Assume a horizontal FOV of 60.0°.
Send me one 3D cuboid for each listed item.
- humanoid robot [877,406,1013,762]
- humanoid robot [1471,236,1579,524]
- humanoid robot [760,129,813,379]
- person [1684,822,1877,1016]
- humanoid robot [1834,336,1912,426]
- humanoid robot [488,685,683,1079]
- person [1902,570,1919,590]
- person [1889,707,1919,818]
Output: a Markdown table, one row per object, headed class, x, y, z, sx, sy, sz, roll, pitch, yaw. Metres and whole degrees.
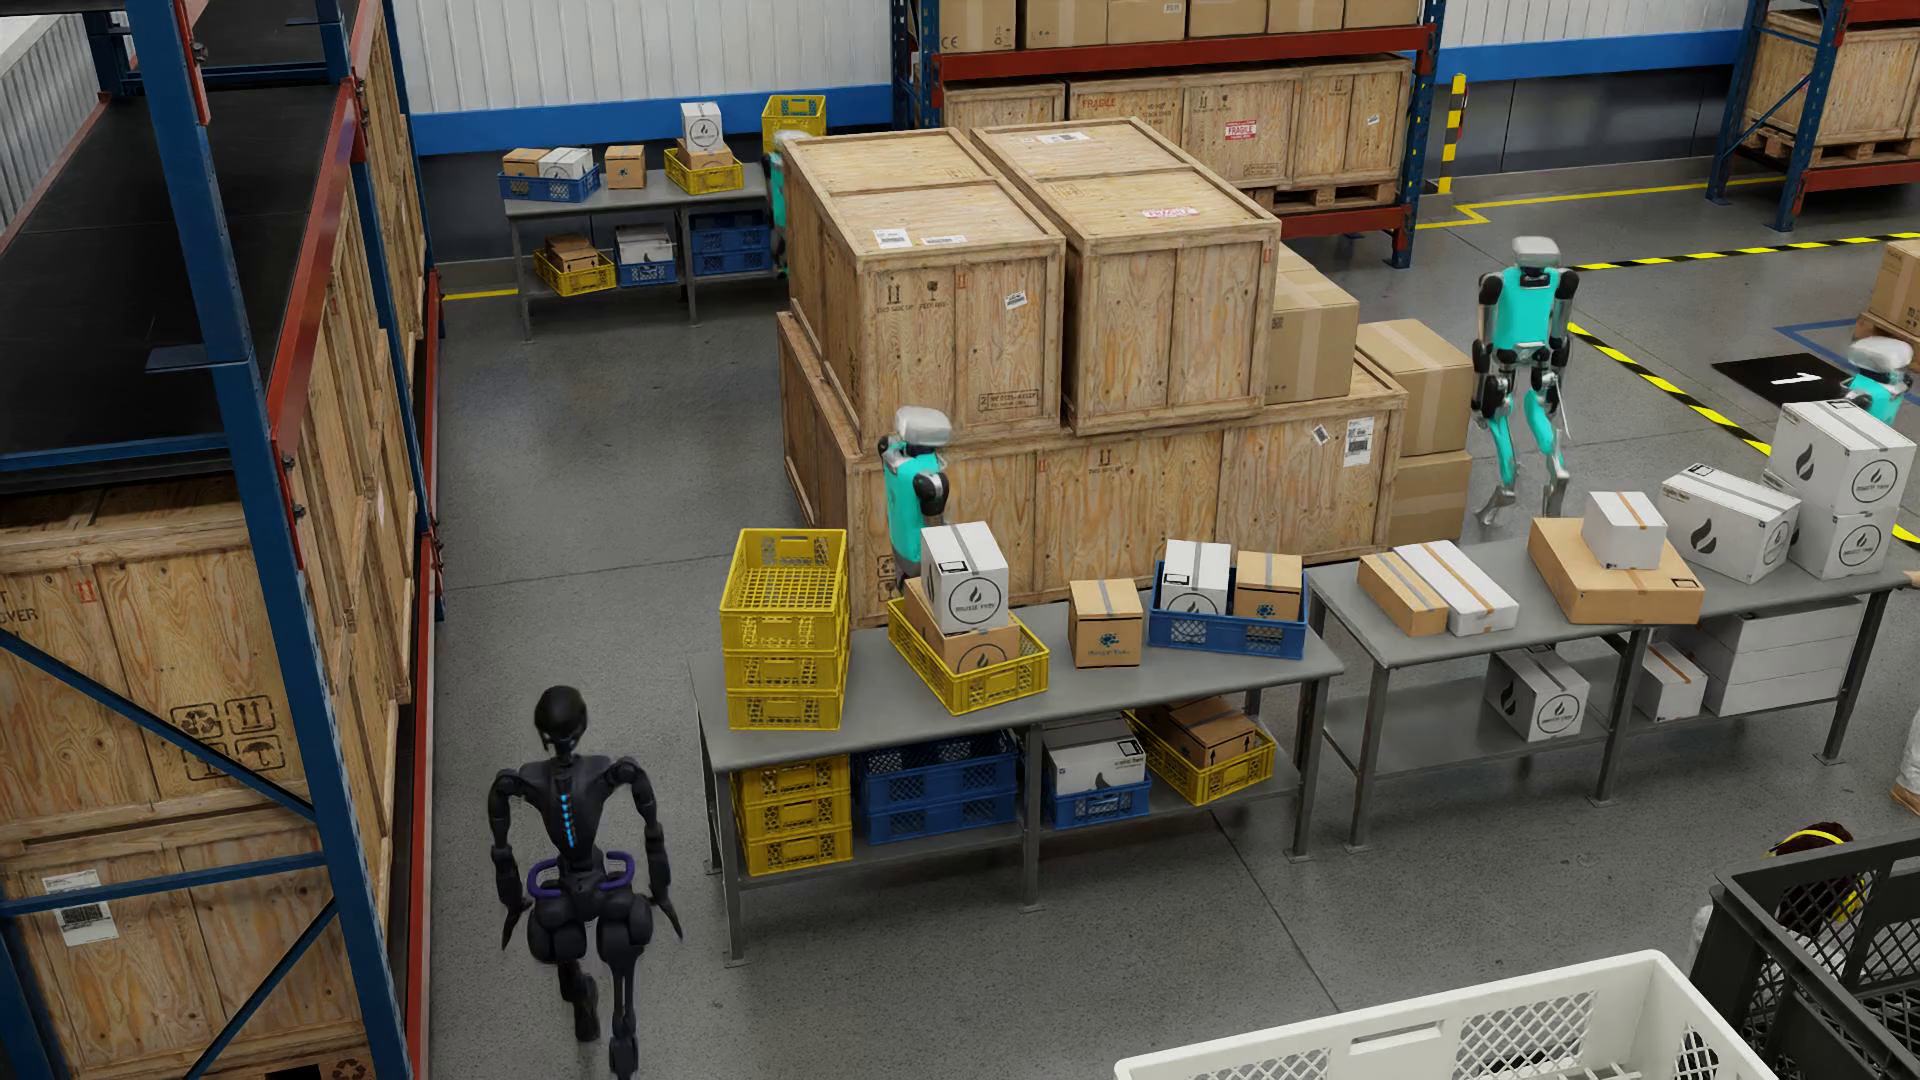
| class | x | y | z | sx | sy | sz | roll | pitch | yaw |
| --- | --- | --- | --- | --- | --- | --- | --- | --- | --- |
| humanoid robot | 0.095 | 0.236 | 7.222 | 0.856 | 1.840 | 0.545 | -12 | 31 | -20 |
| humanoid robot | 3.057 | -0.650 | 8.840 | 0.539 | 1.784 | 1.031 | -3 | 29 | -6 |
| humanoid robot | -0.861 | -1.881 | 11.071 | 0.563 | 1.829 | 0.878 | 24 | 37 | 36 |
| person | 2.190 | 1.565 | 4.632 | 0.330 | 1.862 | 0.497 | -24 | 37 | -37 |
| humanoid robot | 3.929 | -0.149 | 7.929 | 0.543 | 1.851 | 0.699 | -22 | 36 | -34 |
| humanoid robot | -1.243 | 1.187 | 5.537 | 0.607 | 1.625 | 0.764 | -5 | 29 | -9 |
| person | 5.185 | -0.557 | 8.292 | 0.378 | 2.040 | 0.614 | 0 | 29 | 0 |
| person | 4.308 | 0.337 | 6.890 | 0.629 | 1.835 | 0.429 | -16 | 33 | -27 |
